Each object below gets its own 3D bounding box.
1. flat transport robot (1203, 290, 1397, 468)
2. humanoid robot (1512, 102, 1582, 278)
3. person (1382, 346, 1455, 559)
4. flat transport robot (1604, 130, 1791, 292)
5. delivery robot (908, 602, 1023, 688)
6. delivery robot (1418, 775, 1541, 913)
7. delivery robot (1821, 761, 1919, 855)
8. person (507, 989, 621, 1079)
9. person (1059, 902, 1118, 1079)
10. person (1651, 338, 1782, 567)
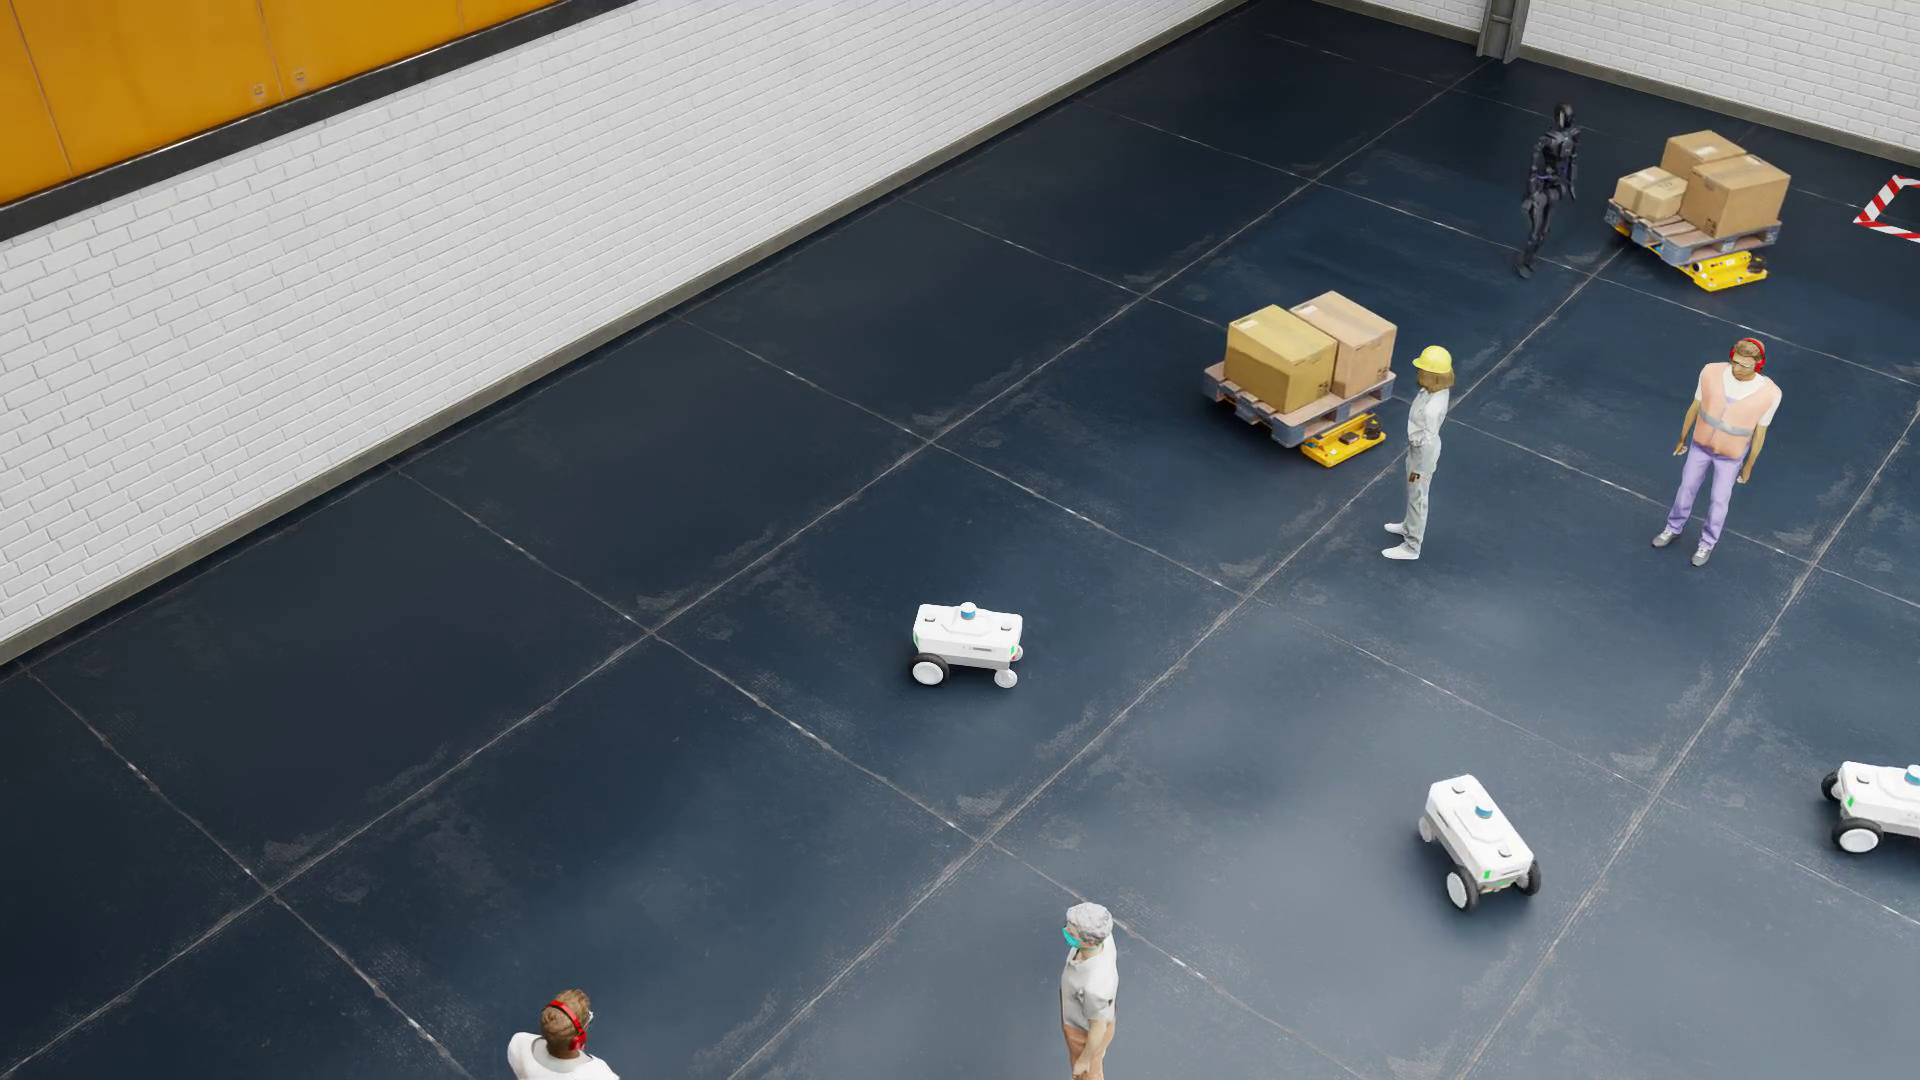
[{"bbox_3d":[2.743,-1.102,13.654,0.659,0.231,1.431,-25,45,-28],"label":"flat transport robot"},{"bbox_3d":[5.353,-3.195,15.132,0.590,1.657,0.326,-18,42,-21],"label":"humanoid robot"},{"bbox_3d":[3.277,-0.626,11.887,0.321,1.742,0.489,11,40,13],"label":"person"},{"bbox_3d":[6.897,-2.821,15.788,0.659,0.231,1.431,-14,41,-17],"label":"flat transport robot"},{"bbox_3d":[0.031,0.679,11.225,0.794,0.606,0.499,6,39,8],"label":"delivery robot"},{"bbox_3d":[3.063,1.772,9.856,0.499,0.590,0.793,-11,40,-13],"label":"delivery robot"},{"bbox_3d":[5.650,1.614,10.070,0.785,0.614,0.523,9,40,11],"label":"delivery robot"},{"bbox_3d":[-1.740,2.730,7.653,0.568,1.832,0.403,15,41,18],"label":"person"},{"bbox_3d":[0.603,2.367,8.169,0.316,1.747,0.485,-1,39,-1],"label":"person"},{"bbox_3d":[5.409,-0.659,11.856,0.561,1.838,0.376,31,48,33],"label":"person"}]
